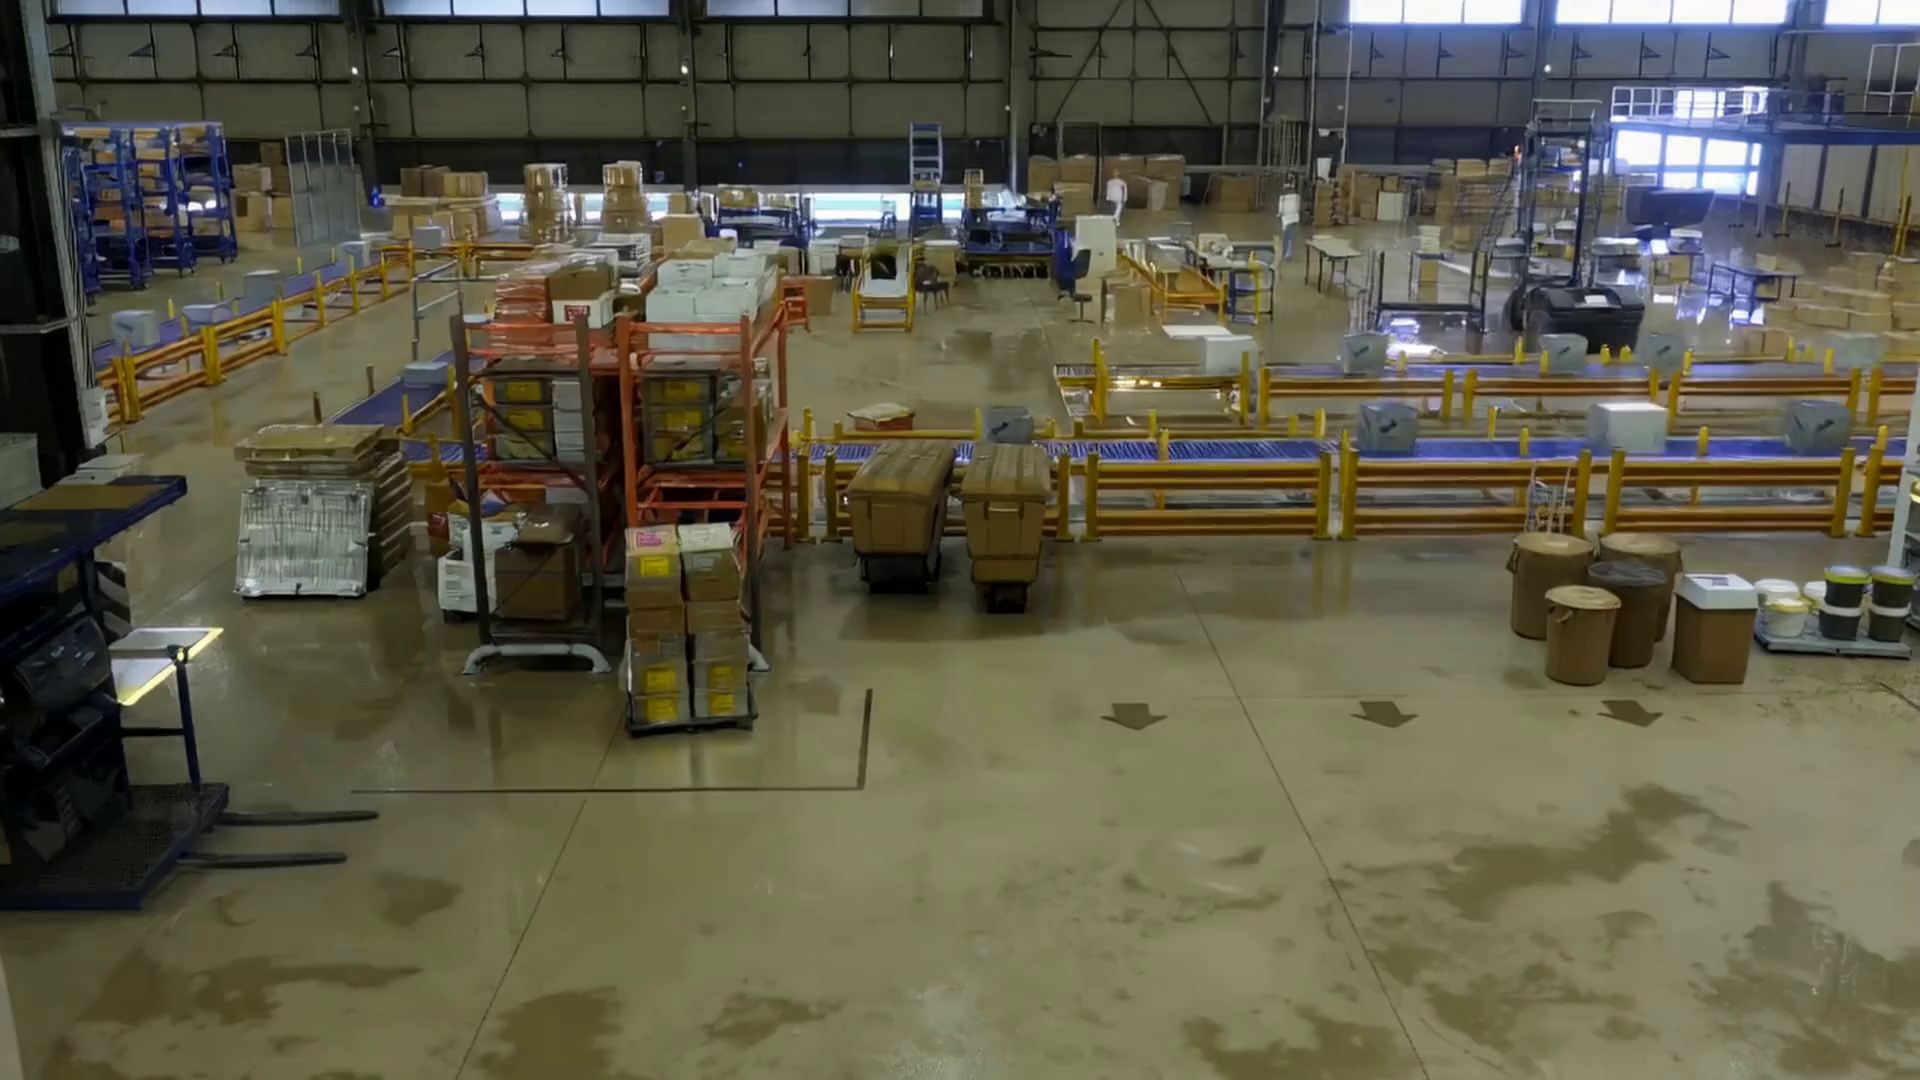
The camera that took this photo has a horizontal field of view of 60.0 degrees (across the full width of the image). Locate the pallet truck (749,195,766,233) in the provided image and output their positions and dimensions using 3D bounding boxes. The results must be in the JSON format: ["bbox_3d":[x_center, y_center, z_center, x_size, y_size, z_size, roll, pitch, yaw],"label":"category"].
[{"bbox_3d":[-6.051,-9.967,50.660,0.680,1.201,1.601,0,16,-1],"label":"pallet truck"}]

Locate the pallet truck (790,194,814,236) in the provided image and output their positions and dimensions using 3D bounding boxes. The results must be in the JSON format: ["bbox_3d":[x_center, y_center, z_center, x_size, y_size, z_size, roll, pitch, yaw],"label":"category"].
[{"bbox_3d":[-4.814,-9.883,50.259,0.704,1.261,1.522,-1,16,-3],"label":"pallet truck"}]

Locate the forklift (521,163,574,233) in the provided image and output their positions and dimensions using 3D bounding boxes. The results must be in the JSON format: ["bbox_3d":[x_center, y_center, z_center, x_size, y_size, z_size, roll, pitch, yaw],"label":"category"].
[{"bbox_3d":[-12.233,-10.122,49.298,1.157,1.987,2.680,0,16,-1],"label":"forklift"}]

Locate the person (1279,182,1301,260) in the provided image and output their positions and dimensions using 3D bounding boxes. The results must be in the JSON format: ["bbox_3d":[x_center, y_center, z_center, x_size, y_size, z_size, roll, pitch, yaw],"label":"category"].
[{"bbox_3d":[8.666,-8.379,43.735,0.622,2.019,0.515,-3,16,-11],"label":"person"}]

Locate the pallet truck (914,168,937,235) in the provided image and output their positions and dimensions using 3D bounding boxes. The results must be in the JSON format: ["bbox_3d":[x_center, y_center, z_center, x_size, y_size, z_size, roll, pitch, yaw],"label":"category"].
[{"bbox_3d":[-0.989,-10.316,50.507,0.823,1.965,1.885,1,16,3],"label":"pallet truck"}]

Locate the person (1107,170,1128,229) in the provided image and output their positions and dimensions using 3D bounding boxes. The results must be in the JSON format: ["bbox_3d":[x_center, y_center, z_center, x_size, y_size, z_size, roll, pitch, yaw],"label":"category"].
[{"bbox_3d":[4.869,-10.543,51.572,0.657,1.853,1.027,10,19,32],"label":"person"}]

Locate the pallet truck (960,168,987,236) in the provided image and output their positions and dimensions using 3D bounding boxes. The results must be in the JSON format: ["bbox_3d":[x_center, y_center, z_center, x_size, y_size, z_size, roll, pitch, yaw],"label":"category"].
[{"bbox_3d":[0.383,-10.230,50.206,0.823,1.965,1.885,-1,16,-3],"label":"pallet truck"}]

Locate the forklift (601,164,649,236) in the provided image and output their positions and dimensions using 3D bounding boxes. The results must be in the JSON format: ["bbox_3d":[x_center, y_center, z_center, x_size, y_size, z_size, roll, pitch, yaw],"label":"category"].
[{"bbox_3d":[-9.948,-10.127,49.296,1.157,1.987,2.680,-1,16,-3],"label":"forklift"}]

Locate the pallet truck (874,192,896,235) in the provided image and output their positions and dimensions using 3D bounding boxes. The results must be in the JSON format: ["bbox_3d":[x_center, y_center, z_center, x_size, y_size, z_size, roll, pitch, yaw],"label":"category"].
[{"bbox_3d":[-2.277,-9.986,50.594,0.653,1.274,1.630,0,16,-1],"label":"pallet truck"}]

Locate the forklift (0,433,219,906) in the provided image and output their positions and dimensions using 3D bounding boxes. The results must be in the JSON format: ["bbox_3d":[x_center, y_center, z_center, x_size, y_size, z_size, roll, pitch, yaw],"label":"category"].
[{"bbox_3d":[-5.952,0.780,10.366,1.873,2.768,1.129,0,16,-1],"label":"forklift"}]
